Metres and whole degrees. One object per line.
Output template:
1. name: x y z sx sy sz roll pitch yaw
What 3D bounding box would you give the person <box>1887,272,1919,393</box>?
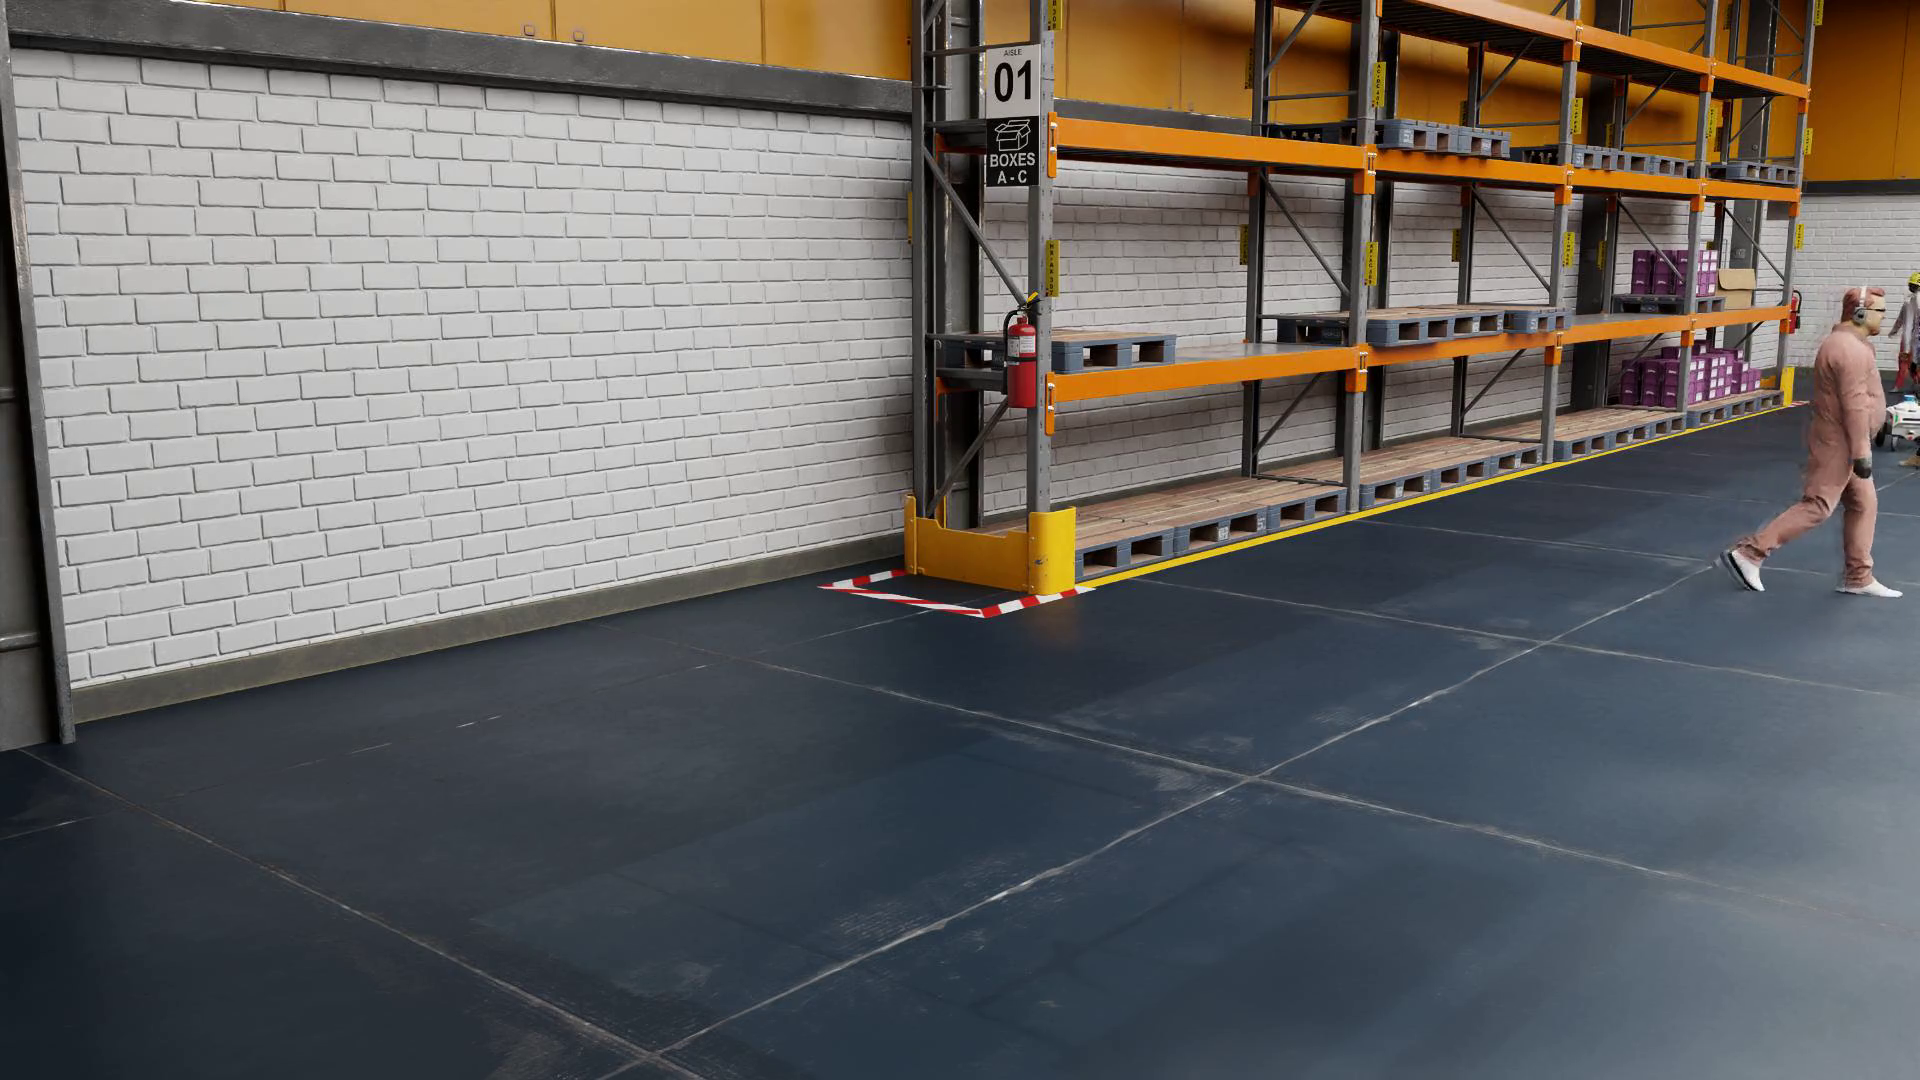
1. person: 13.595 -2.955 23.776 0.514 1.723 0.577 1 10 7

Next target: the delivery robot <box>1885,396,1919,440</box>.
1. delivery robot: 9.756 -1.243 17.122 0.477 0.478 0.707 4 11 22

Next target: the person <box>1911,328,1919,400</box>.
1. person: 12.193 -2.430 20.766 0.542 1.737 0.553 0 10 0

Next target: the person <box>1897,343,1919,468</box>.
1. person: 9.124 -1.450 15.405 0.538 1.677 0.703 -7 12 -35

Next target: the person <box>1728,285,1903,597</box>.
1. person: 5.145 -0.578 9.893 0.903 1.872 0.628 5 11 26

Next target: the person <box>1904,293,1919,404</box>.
1. person: 11.325 -2.249 19.416 0.608 1.856 0.651 -9 13 -40

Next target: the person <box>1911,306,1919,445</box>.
1. person: 10.338 -1.879 17.469 0.660 1.791 0.951 7 12 35
